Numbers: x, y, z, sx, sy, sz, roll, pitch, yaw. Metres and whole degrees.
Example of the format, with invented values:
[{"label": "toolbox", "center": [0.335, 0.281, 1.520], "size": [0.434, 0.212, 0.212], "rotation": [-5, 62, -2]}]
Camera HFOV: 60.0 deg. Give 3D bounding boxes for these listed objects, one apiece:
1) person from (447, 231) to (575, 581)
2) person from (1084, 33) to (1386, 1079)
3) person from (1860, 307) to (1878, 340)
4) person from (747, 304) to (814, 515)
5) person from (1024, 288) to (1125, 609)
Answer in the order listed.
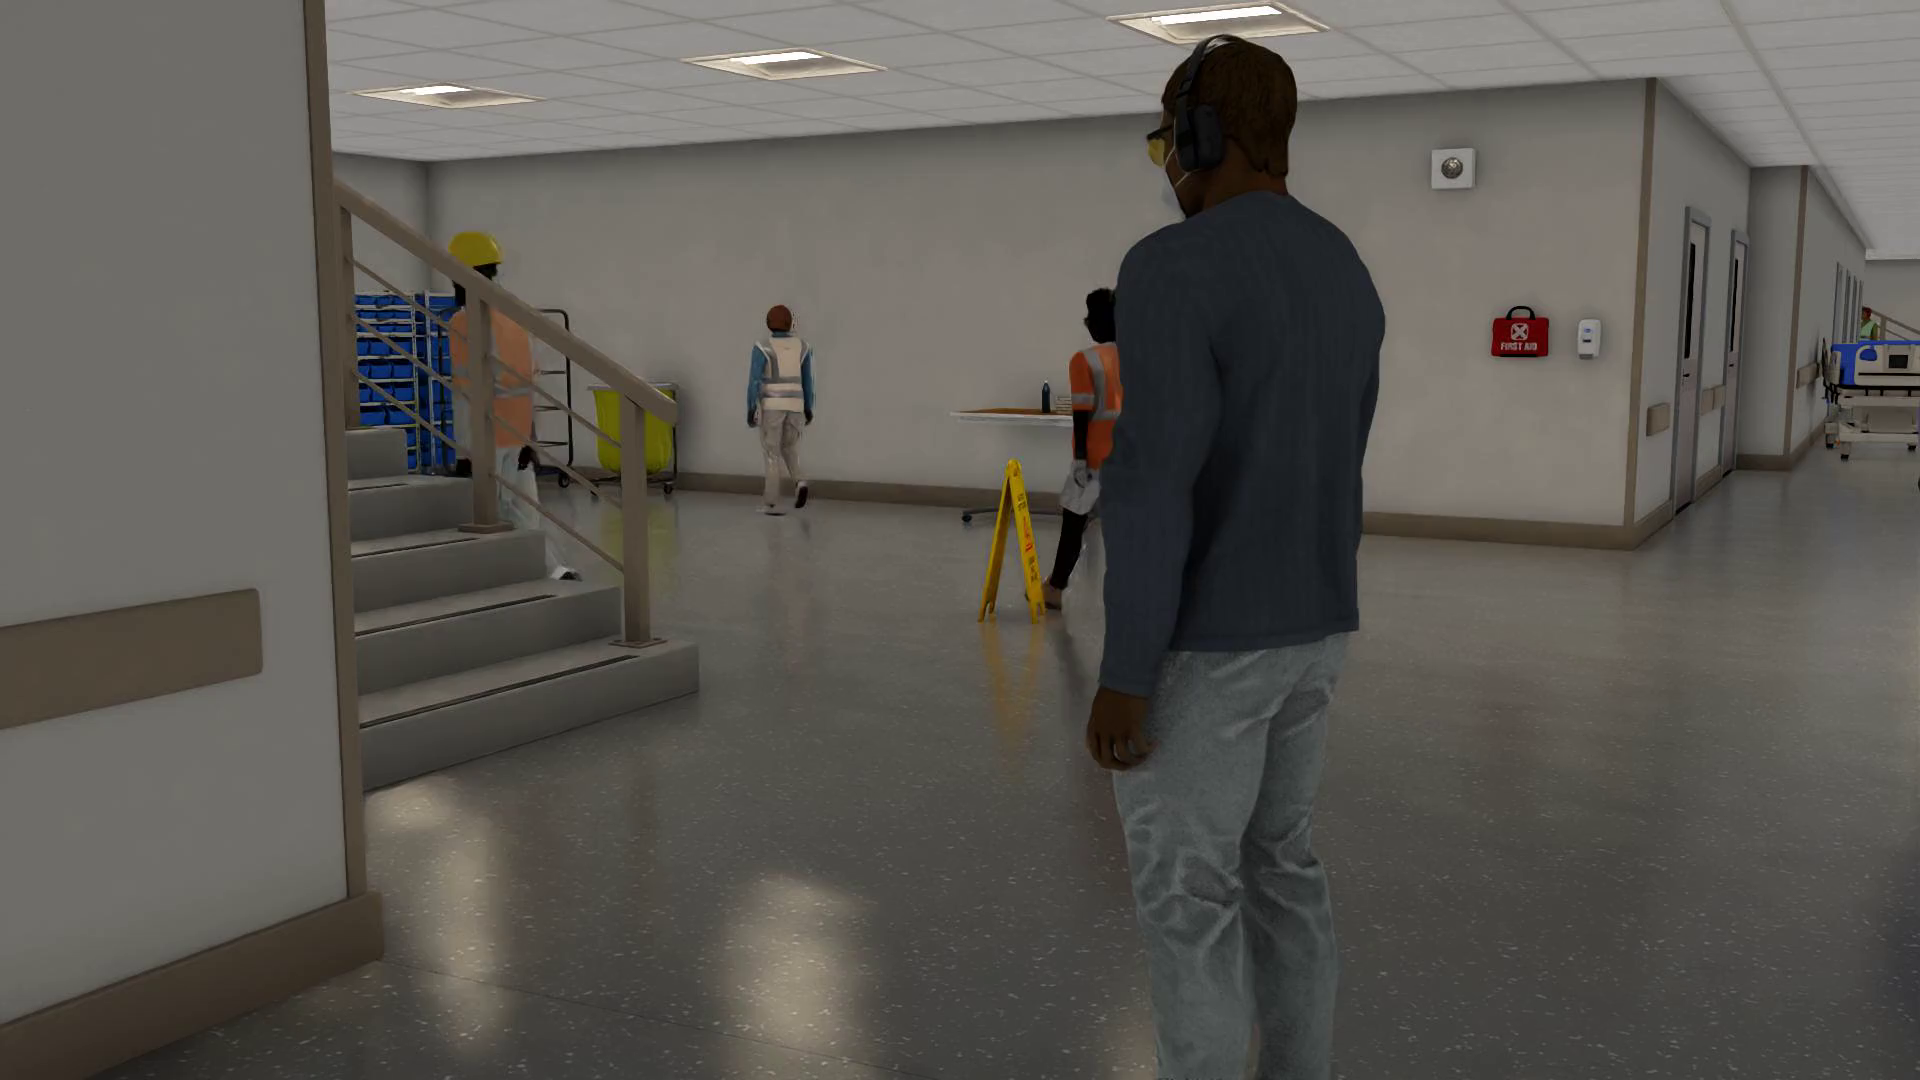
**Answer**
[{"label": "person", "center": [-2.185, -0.499, 7.886], "size": [0.538, 1.911, 0.612], "rotation": [3, 8, 19]}, {"label": "person", "center": [0.445, 0.172, 2.673], "size": [0.373, 1.928, 0.639], "rotation": [6, 10, 41]}, {"label": "person", "center": [19.807, -4.163, 36.352], "size": [0.374, 1.839, 0.569], "rotation": [-1, 8, -10]}, {"label": "person", "center": [-1.377, -0.997, 12.801], "size": [0.583, 1.622, 0.406], "rotation": [-6, 9, -38]}, {"label": "person", "center": [0.723, -0.433, 8.368], "size": [0.538, 1.650, 0.845], "rotation": [-5, 9, -35]}]
